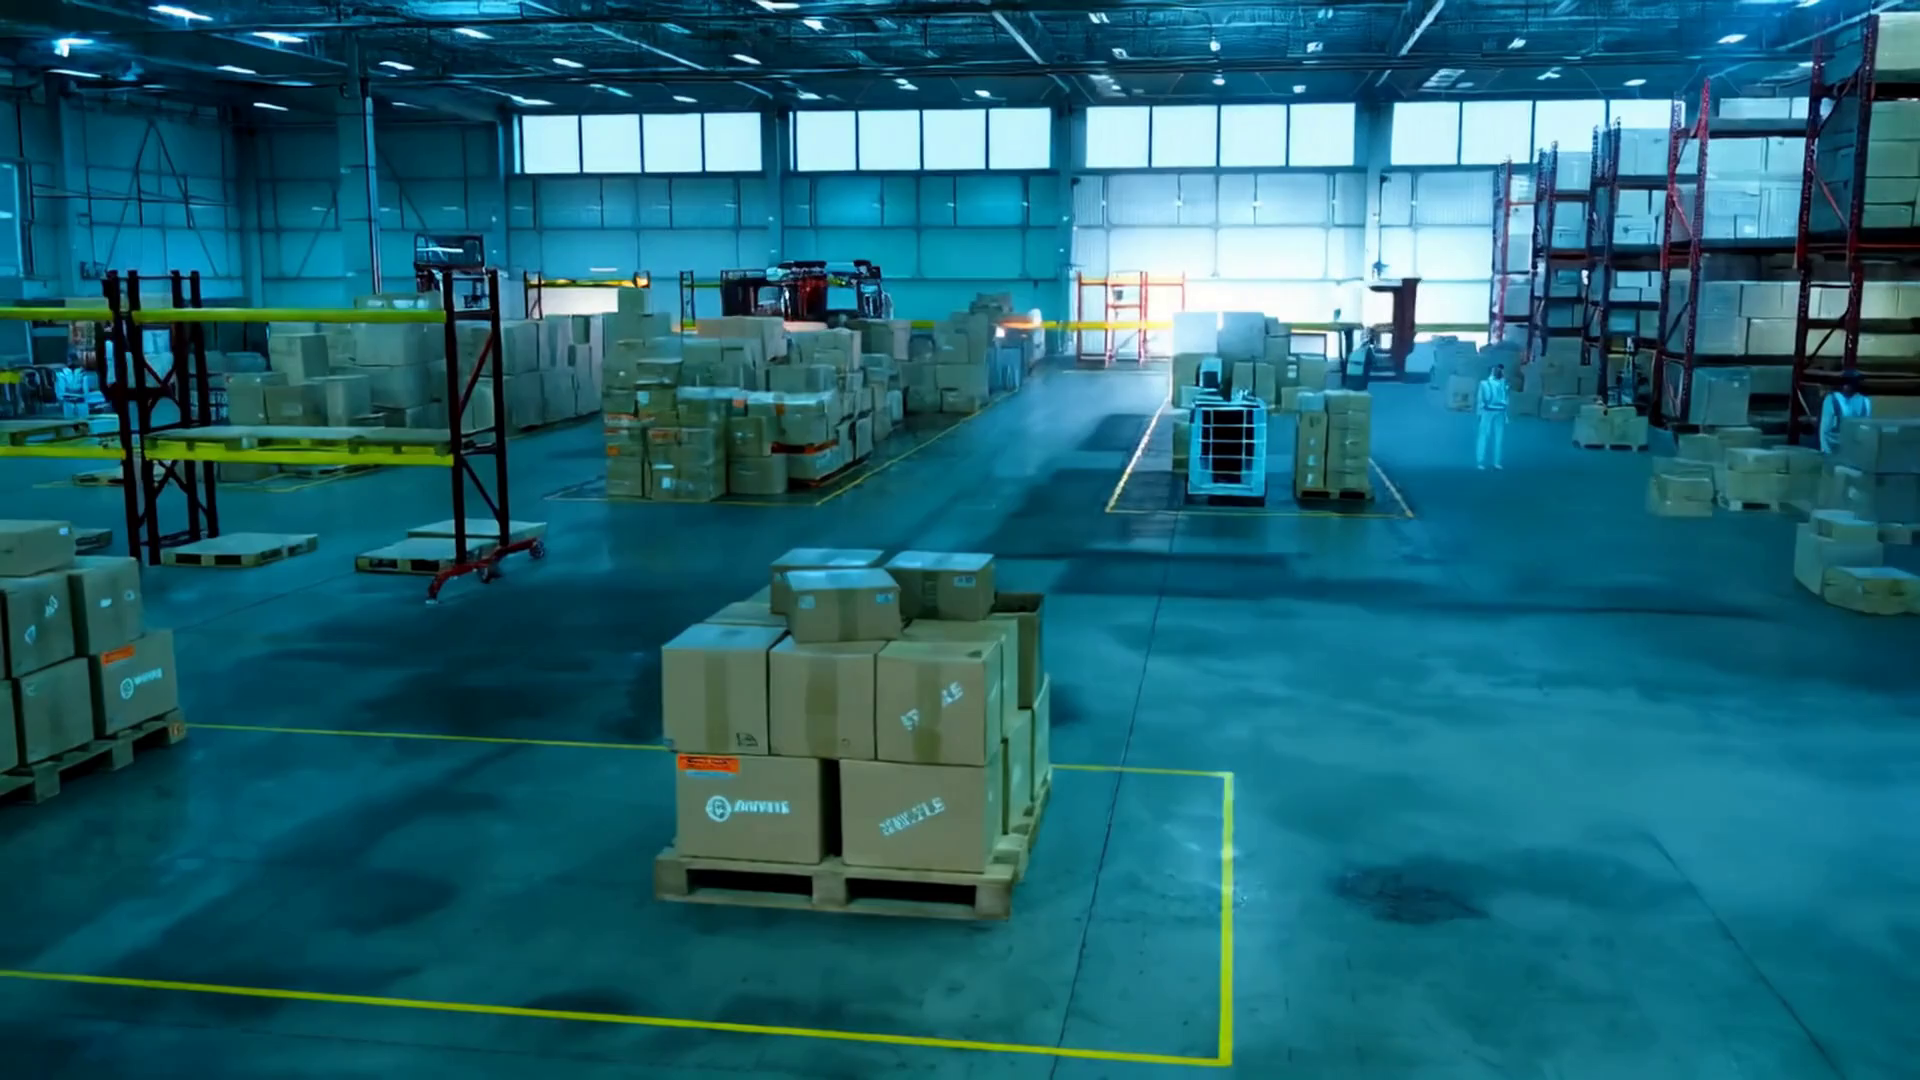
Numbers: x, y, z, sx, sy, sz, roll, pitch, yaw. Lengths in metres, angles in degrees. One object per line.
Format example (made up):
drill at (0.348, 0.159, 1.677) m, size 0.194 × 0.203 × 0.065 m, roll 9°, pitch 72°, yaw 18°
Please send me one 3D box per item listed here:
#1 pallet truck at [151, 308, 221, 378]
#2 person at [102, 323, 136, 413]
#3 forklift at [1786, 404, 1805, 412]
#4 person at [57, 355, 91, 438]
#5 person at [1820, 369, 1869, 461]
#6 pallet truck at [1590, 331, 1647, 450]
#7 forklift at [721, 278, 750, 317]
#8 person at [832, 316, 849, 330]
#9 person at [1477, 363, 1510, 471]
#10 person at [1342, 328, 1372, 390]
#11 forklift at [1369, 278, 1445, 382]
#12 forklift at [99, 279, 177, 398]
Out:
pallet truck at (-21.869, -5.598, 47.154) m, size 0.823 × 1.965 × 1.885 m, roll 4°, pitch 10°, yaw 26°
person at (-17.942, -3.659, 35.412) m, size 0.561 × 1.920 × 0.719 m, roll 8°, pitch 12°, yaw 39°
forklift at (18.511, -4.211, 35.883) m, size 1.129 × 2.768 × 1.873 m, roll 1°, pitch 9°, yaw 9°
person at (-14.767, -2.273, 27.747) m, size 0.515 × 1.641 × 0.309 m, roll -3°, pitch 10°, yaw -16°
person at (10.364, -1.057, 19.501) m, size 0.572 × 1.883 × 0.356 m, roll -1°, pitch 9°, yaw -8°
pallet truck at (11.253, -2.573, 28.499) m, size 0.823 × 1.965 × 1.885 m, roll 5°, pitch 10°, yaw 27°
forklift at (-6.057, -5.694, 45.033) m, size 1.873 × 2.768 × 1.129 m, roll 4°, pitch 10°, yaw 26°
person at (-2.851, -4.418, 40.059) m, size 0.631 × 1.940 × 0.372 m, roll 3°, pitch 10°, yaw 20°
person at (8.102, -1.867, 25.255) m, size 0.517 × 1.636 × 0.314 m, roll -2°, pitch 9°, yaw -12°
person at (7.780, -3.195, 32.613) m, size 0.592 × 1.911 × 0.385 m, roll 9°, pitch 13°, yaw 43°
forklift at (12.076, -5.652, 44.773) m, size 1.873 × 2.768 × 1.129 m, roll 1°, pitch 9°, yaw 9°
forklift at (-19.606, -4.720, 39.027) m, size 1.873 × 2.768 × 1.129 m, roll 1°, pitch 9°, yaw 9°
